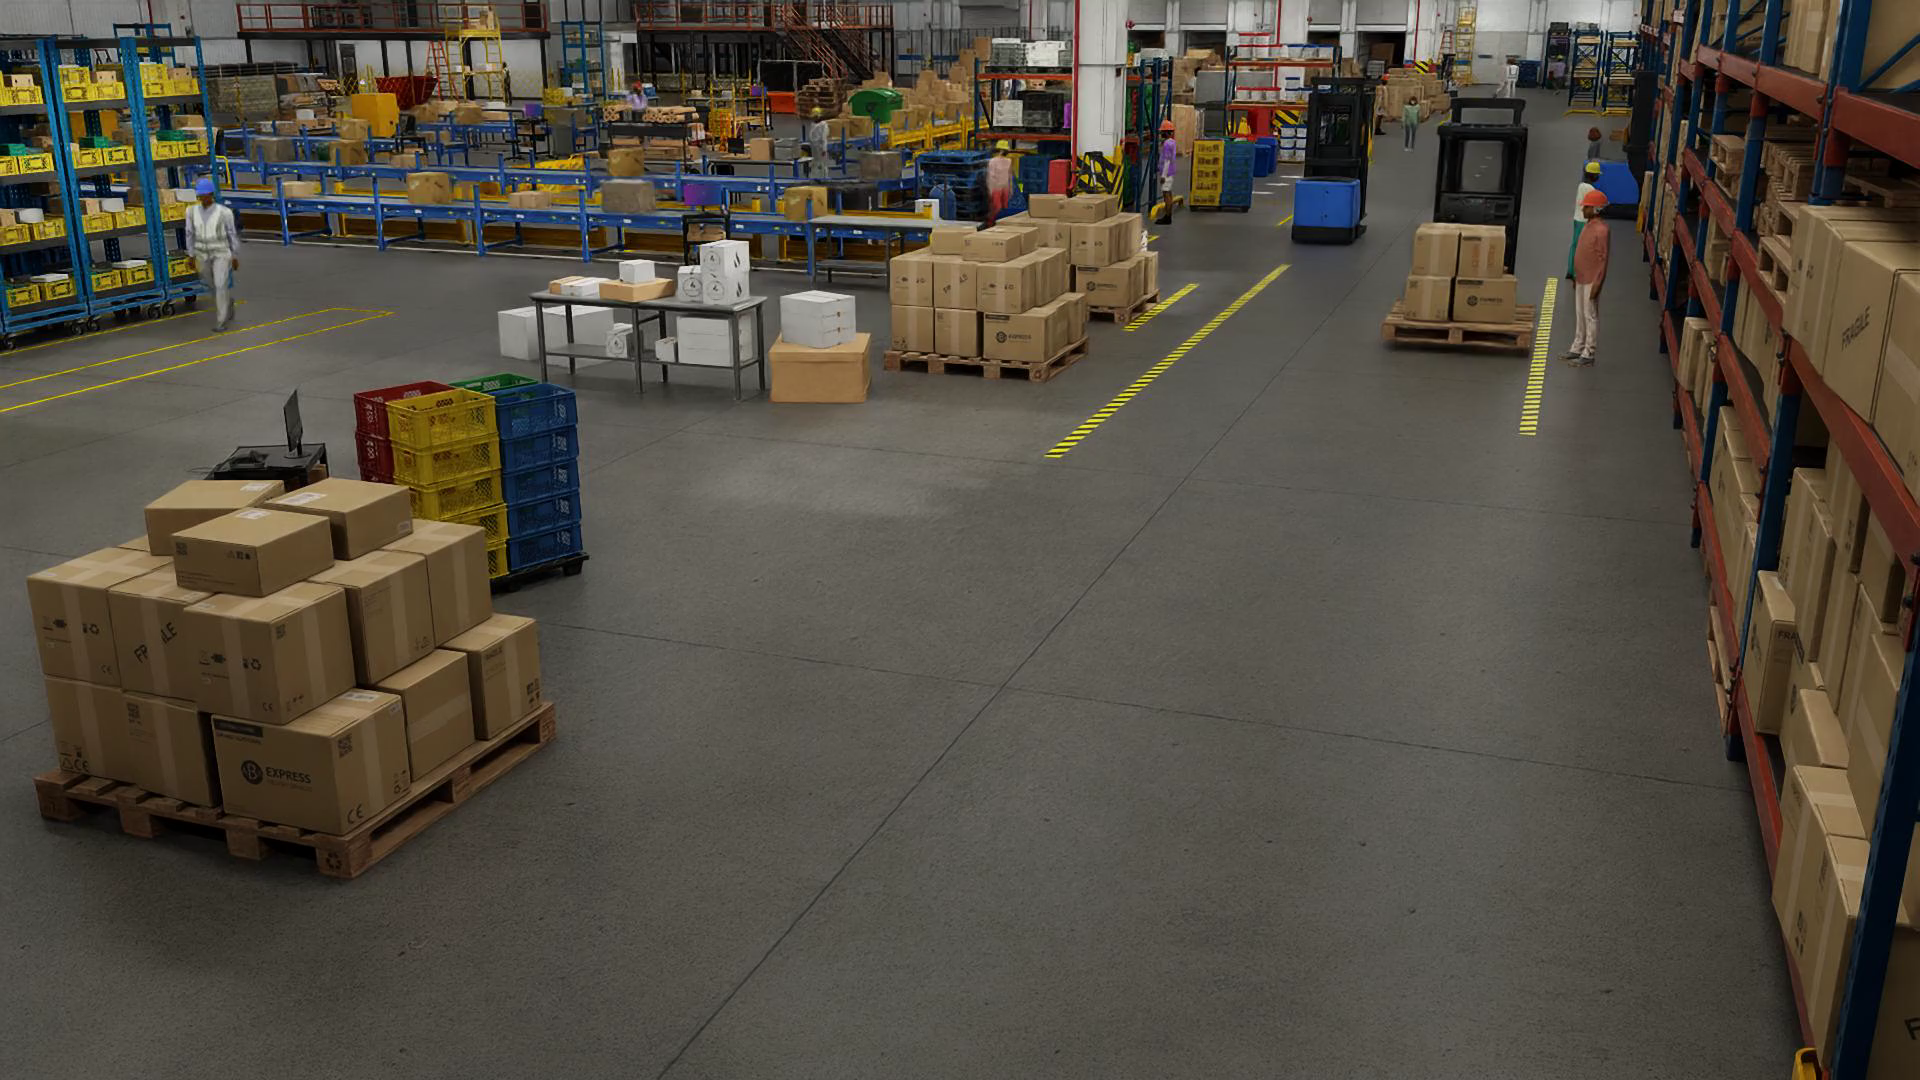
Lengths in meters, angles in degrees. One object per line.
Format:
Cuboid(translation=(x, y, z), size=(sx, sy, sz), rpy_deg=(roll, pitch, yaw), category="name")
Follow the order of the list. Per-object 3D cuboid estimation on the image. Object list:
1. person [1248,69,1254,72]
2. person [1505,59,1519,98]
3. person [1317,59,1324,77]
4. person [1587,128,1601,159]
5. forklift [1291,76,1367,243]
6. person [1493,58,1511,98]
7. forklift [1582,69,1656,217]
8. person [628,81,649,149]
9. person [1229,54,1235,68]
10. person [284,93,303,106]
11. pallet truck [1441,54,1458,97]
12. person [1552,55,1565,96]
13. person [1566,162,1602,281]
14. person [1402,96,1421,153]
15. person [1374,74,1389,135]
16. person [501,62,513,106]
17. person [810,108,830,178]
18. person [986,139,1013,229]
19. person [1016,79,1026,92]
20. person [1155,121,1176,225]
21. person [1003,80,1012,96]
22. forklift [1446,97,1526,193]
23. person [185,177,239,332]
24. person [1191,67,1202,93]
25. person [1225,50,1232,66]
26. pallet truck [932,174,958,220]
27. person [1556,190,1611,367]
Cuboid(translation=(10.927, -16.691, 62.263), size=(0.579, 1.855, 0.537), rpy_deg=(2, 18, 5), category="person")
Cuboid(translation=(24.594, -20.500, 74.183), size=(0.584, 1.884, 0.346), rpy_deg=(-3, 18, -8), category="person")
Cuboid(translation=(16.610, -21.226, 76.501), size=(0.385, 1.859, 0.548), rpy_deg=(5, 18, 16), category="person")
Cuboid(translation=(13.140, -7.713, 34.431), size=(0.500, 1.614, 0.517), rpy_deg=(12, 21, 34), category="person")
Cuboid(translation=(6.598, -6.755, 29.381), size=(1.129, 2.768, 1.873), rpy_deg=(6, 19, 19), category="forklift")
Cuboid(translation=(24.523, -20.745, 74.951), size=(0.716, 1.895, 0.654), rpy_deg=(-5, 18, -14), category="person")
Cuboid(translation=(13.219, -7.740, 32.475), size=(1.873, 2.768, 1.129), rpy_deg=(6, 19, 18), category="forklift")
Cuboid(translation=(-9.212, -12.073, 47.499), size=(0.651, 2.020, 0.609), rpy_deg=(17, 24, 42), category="person")
Cuboid(translation=(13.670, -23.727, 84.433), size=(0.771, 1.812, 0.647), rpy_deg=(8, 20, 25), category="person")
Cuboid(translation=(-20.086, -12.855, 50.171), size=(0.650, 1.884, 0.787), rpy_deg=(9, 20, 27), category="person")
Cuboid(translation=(22.765, -21.886, 78.355), size=(0.823, 1.965, 1.885), rpy_deg=(-4, 18, -14), category="pallet truck")
Cuboid(translation=(28.459, -22.082, 79.105), size=(0.590, 1.915, 0.421), rpy_deg=(-5, 18, -15), category="person")
Cuboid(translation=(9.393, -4.776, 24.976), size=(0.329, 1.765, 0.533), rpy_deg=(0, 18, 0), category="person")
Cuboid(translation=(12.971, -11.971, 47.855), size=(0.514, 1.593, 0.841), rpy_deg=(3, 18, 8), category="person")
Cuboid(translation=(13.844, -14.267, 54.526), size=(0.374, 1.930, 0.542), rpy_deg=(10, 20, 29), category="person")
Cuboid(translation=(-19.428, -19.524, 71.182), size=(0.344, 1.847, 0.505), rpy_deg=(10, 20, 29), category="person")
Cuboid(translation=(-3.224, -8.951, 38.047), size=(0.653, 1.797, 0.632), rpy_deg=(16, 23, 40), category="person")
Cuboid(translation=(0.715, -6.223, 29.526), size=(0.549, 1.752, 0.407), rpy_deg=(-14, 22, -37), category="person")
Cuboid(translation=(2.292, -17.113, 63.520), size=(0.802, 1.897, 0.595), rpy_deg=(6, 19, 19), category="person")
Cuboid(translation=(3.910, -6.970, 31.585), size=(0.354, 1.939, 0.544), rpy_deg=(5, 18, 15), category="person")
Cuboid(translation=(1.672, -15.813, 59.374), size=(0.375, 1.935, 0.551), rpy_deg=(6, 19, 19), category="person")
Cuboid(translation=(6.915, -4.461, 22.172), size=(1.129, 2.768, 1.873), rpy_deg=(6, 19, 18), category="forklift")
Cuboid(translation=(-9.480, -3.648, 21.168), size=(0.616, 1.931, 0.747), rpy_deg=(0, 18, 0), category="person")
Cuboid(translation=(8.731, -16.624, 61.937), size=(0.916, 1.937, 0.606), rpy_deg=(8, 19, 24), category="person")
Cuboid(translation=(14.668, -25.888, 90.931), size=(0.375, 1.997, 0.611), rpy_deg=(4, 18, 12), category="person")
Cuboid(translation=(-0.507, -5.292, 27.348), size=(0.653, 1.274, 1.630), rpy_deg=(6, 19, 19), category="pallet truck")
Cuboid(translation=(7.144, -2.974, 18.936), size=(0.383, 1.996, 0.609), rpy_deg=(0, 18, 0), category="person")
